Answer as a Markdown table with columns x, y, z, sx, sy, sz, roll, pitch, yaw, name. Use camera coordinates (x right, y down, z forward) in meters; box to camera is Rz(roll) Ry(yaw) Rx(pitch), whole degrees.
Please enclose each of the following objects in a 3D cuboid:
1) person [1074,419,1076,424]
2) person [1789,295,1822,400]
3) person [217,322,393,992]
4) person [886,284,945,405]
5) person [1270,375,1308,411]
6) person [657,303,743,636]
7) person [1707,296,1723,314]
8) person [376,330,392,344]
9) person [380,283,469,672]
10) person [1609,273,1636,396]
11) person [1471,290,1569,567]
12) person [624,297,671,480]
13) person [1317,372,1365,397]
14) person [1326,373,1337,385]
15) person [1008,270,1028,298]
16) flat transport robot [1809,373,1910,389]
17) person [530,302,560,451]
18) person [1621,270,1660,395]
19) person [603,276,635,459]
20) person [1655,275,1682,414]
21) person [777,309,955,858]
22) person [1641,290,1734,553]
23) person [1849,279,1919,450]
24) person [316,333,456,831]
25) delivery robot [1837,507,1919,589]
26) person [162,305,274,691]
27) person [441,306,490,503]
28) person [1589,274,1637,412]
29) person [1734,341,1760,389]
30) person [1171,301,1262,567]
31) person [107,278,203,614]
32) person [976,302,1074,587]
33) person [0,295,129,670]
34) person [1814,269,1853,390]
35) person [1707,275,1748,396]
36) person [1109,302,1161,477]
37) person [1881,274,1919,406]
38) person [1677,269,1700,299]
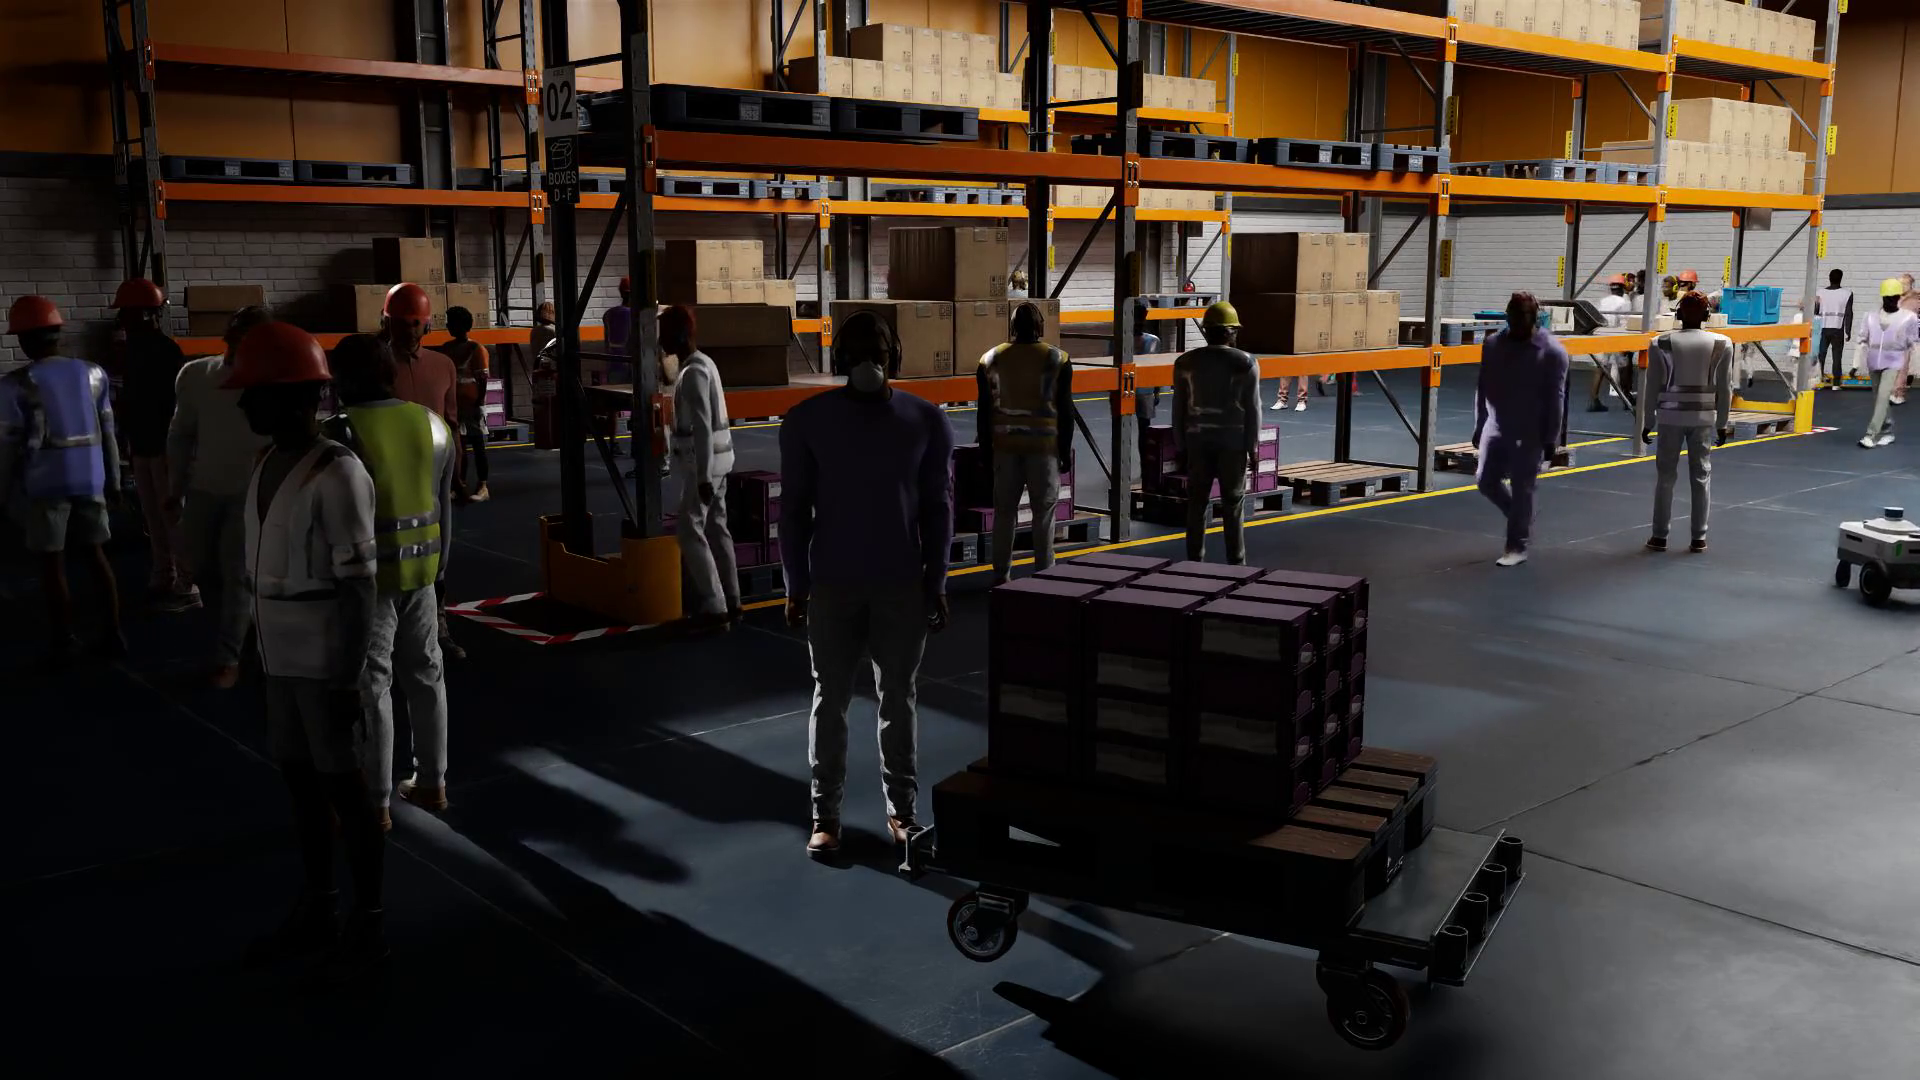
| x | y | z | sx | sy | sz | roll | pitch | yaw | name |
| --- | --- | --- | --- | --- | --- | --- | --- | --- | --- |
| 1.038 | -2.158 | 20.512 | 0.898 | 1.578 | 0.491 | 0 | 10 | 1 | person |
| 11.182 | -2.438 | 22.031 | 0.386 | 1.629 | 0.519 | -4 | 10 | -20 | person |
| -1.915 | 0.339 | 4.856 | 0.547 | 1.938 | 0.359 | 8 | 12 | 39 | person |
| -0.439 | -1.358 | 14.597 | 0.627 | 2.024 | 0.758 | -7 | 12 | -34 | person |
| 4.585 | -2.721 | 22.857 | 0.640 | 1.910 | 0.407 | 8 | 12 | 39 | person |
| -1.481 | -0.409 | 9.456 | 0.419 | 1.867 | 0.604 | 0 | 10 | -3 | person |
| 9.705 | -2.342 | 21.474 | 0.588 | 1.609 | 0.525 | 3 | 10 | 16 | person |
| -3.984 | -0.687 | 11.751 | 0.337 | 1.620 | 0.531 | -6 | 11 | -30 | person |
| -2.838 | -0.325 | 8.607 | 0.392 | 1.985 | 0.610 | 9 | 13 | 43 | person |
| 10.110 | -3.124 | 25.323 | 0.328 | 1.874 | 0.512 | 6 | 12 | 33 | person |
| 3.862 | -0.773 | 11.490 | 0.518 | 1.891 | 0.673 | -8 | 13 | -40 | person |
| -2.972 | -1.473 | 15.781 | 0.599 | 1.827 | 0.403 | 9 | 13 | 41 | person |
| 5.783 | -3.020 | 25.097 | 0.706 | 1.742 | 0.529 | -5 | 11 | -27 | person |
| 6.215 | -3.391 | 27.194 | 0.331 | 1.768 | 0.526 | -6 | 11 | -32 | person |
| 0.786 | -2.663 | 22.427 | 0.359 | 1.938 | 0.635 | -8 | 13 | -41 | person |
| 14.371 | -2.556 | 26.677 | 1.431 | 0.197 | 0.652 | 3 | 10 | 19 | flat transport robot |
| -4.517 | -1.788 | 18.227 | 0.496 | 1.629 | 0.277 | 9 | 13 | 41 | person |
| 10.380 | -3.144 | 25.315 | 0.651 | 1.910 | 0.643 | -5 | 11 | -26 | person |
| -3.496 | -1.820 | 17.562 | 0.548 | 1.926 | 0.428 | 5 | 11 | 25 | person |
| 9.446 | -2.577 | 22.132 | 0.310 | 1.868 | 0.532 | -2 | 10 | -10 | person |
| -0.327 | 0.161 | 5.899 | 0.632 | 1.940 | 0.372 | -2 | 10 | -9 | person |
| 5.210 | -0.844 | 11.943 | 0.584 | 1.882 | 0.349 | 2 | 10 | 14 | person |
| 10.253 | -1.945 | 18.437 | 1.036 | 1.870 | 0.592 | -7 | 12 | -35 | person |
| -2.171 | 0.158 | 6.197 | 0.429 | 1.845 | 0.625 | 6 | 11 | 32 | person |
| 5.811 | 0.039 | 10.383 | 0.477 | 0.478 | 0.707 | 0 | 10 | -1 | delivery robot |
| -3.589 | -0.223 | 8.321 | 0.667 | 1.891 | 0.657 | 1 | 10 | 3 | person |
| -4.295 | -1.171 | 14.397 | 0.531 | 1.698 | 0.320 | 6 | 11 | 30 | person |
| 8.996 | -2.691 | 22.797 | 0.982 | 1.864 | 0.612 | -6 | 12 | -33 | person |
| 12.493 | -3.208 | 26.533 | 0.533 | 1.622 | 0.368 | 0 | 10 | 1 | person |
| 1.687 | -0.643 | 10.926 | 0.591 | 1.829 | 0.404 | 4 | 10 | 22 | person |
| -4.814 | -0.558 | 9.941 | 0.623 | 1.993 | 0.383 | 8 | 13 | 41 | person |
| 0.417 | -0.576 | 10.528 | 0.625 | 1.836 | 0.429 | 3 | 10 | 16 | person |
| -4.631 | -0.285 | 8.546 | 0.398 | 1.924 | 0.586 | 6 | 12 | 33 | person |
| 13.879 | -3.347 | 26.491 | 0.587 | 1.920 | 0.391 | 8 | 12 | 38 | person |
| 10.756 | -2.807 | 23.367 | 0.643 | 1.910 | 0.399 | 1 | 10 | 8 | person |
| 1.663 | -1.409 | 15.824 | 0.533 | 1.693 | 0.316 | -2 | 10 | -9 | person |
| 13.307 | -2.825 | 23.601 | 0.975 | 1.853 | 0.676 | -7 | 12 | -37 | person |
| 10.488 | -2.951 | 24.121 | 0.373 | 1.934 | 0.551 | -2 | 10 | -10 | person |
